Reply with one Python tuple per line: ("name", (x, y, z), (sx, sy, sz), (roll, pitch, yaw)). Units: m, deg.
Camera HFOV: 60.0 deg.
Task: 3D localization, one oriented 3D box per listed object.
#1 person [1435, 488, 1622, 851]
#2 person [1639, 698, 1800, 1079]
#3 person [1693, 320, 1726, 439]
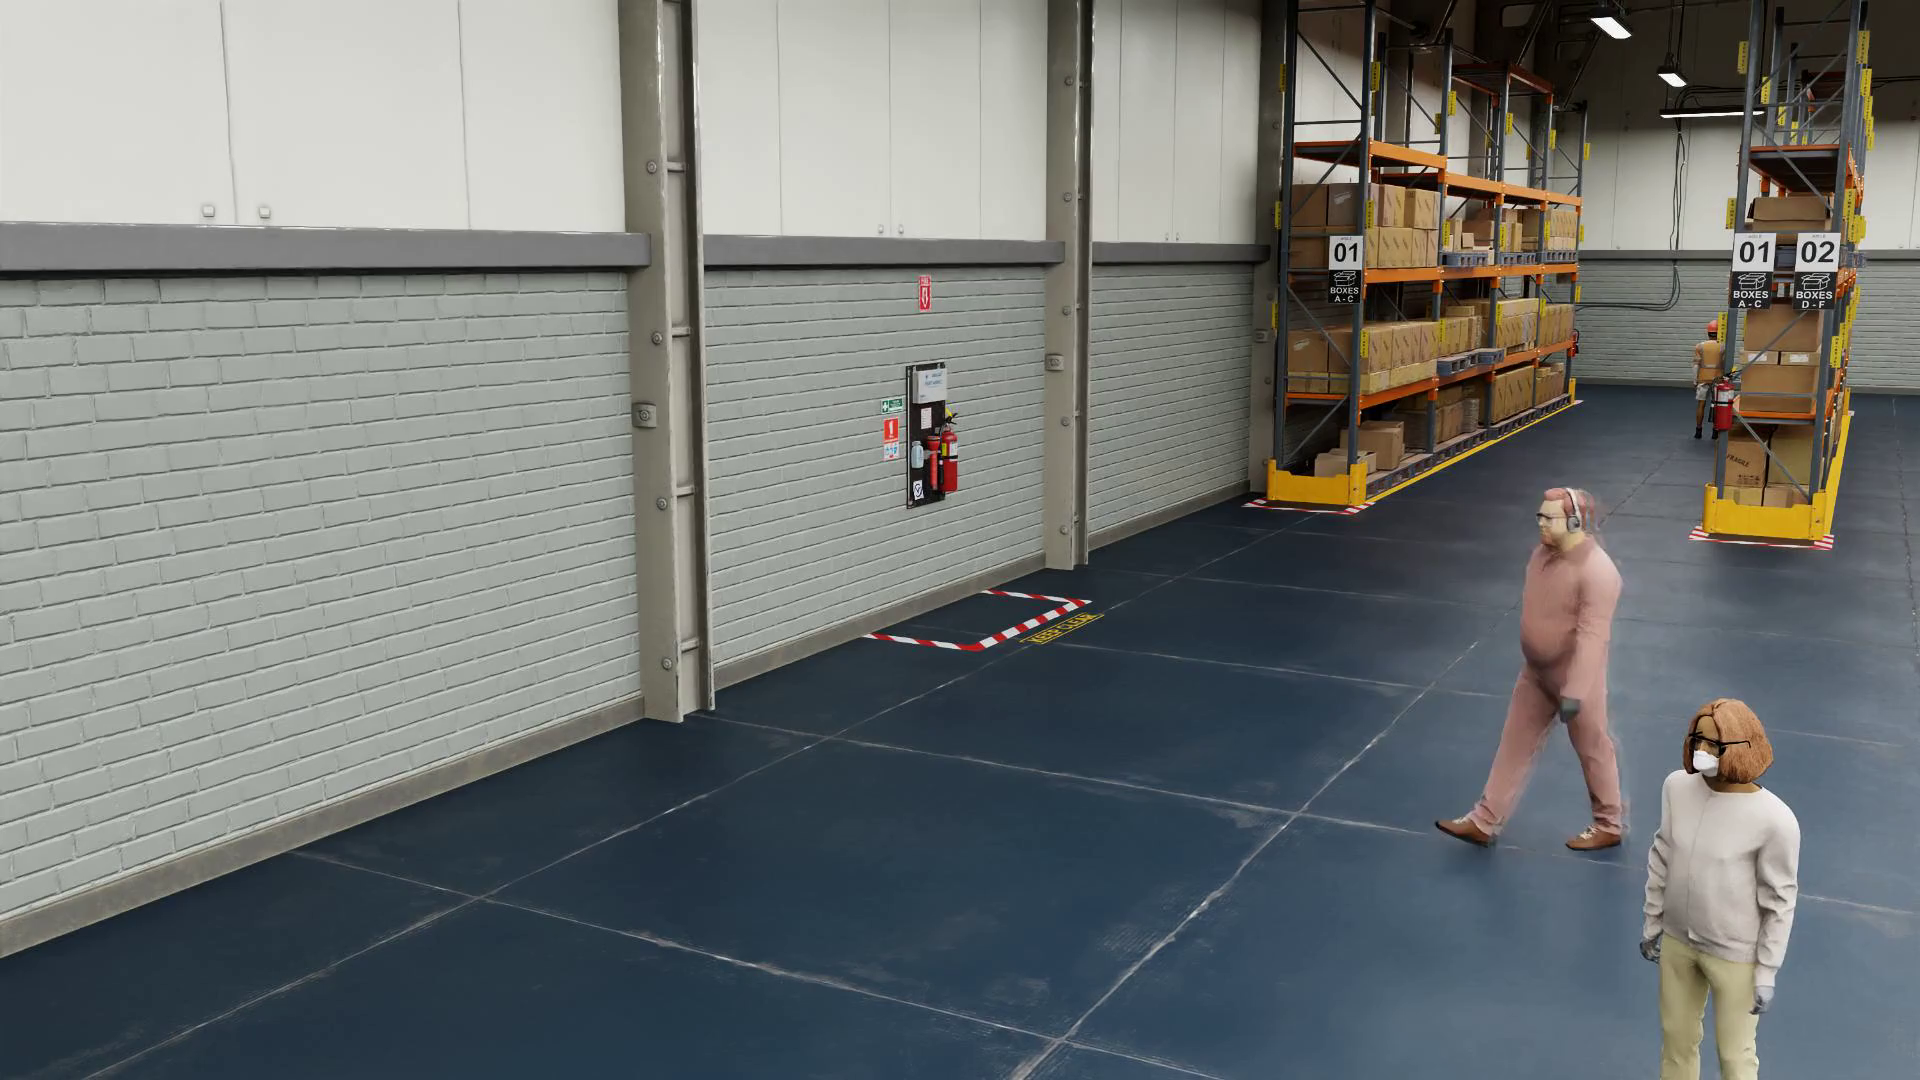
("person", (2.928, 0.665, 8.273), (0.980, 1.851, 0.674), (-2, 10, -14))
("person", (2.366, 1.295, 5.250), (0.283, 1.633, 0.497), (-5, 11, -28))
("person", (12.318, -2.623, 27.279), (0.552, 1.942, 0.342), (5, 11, 29))
